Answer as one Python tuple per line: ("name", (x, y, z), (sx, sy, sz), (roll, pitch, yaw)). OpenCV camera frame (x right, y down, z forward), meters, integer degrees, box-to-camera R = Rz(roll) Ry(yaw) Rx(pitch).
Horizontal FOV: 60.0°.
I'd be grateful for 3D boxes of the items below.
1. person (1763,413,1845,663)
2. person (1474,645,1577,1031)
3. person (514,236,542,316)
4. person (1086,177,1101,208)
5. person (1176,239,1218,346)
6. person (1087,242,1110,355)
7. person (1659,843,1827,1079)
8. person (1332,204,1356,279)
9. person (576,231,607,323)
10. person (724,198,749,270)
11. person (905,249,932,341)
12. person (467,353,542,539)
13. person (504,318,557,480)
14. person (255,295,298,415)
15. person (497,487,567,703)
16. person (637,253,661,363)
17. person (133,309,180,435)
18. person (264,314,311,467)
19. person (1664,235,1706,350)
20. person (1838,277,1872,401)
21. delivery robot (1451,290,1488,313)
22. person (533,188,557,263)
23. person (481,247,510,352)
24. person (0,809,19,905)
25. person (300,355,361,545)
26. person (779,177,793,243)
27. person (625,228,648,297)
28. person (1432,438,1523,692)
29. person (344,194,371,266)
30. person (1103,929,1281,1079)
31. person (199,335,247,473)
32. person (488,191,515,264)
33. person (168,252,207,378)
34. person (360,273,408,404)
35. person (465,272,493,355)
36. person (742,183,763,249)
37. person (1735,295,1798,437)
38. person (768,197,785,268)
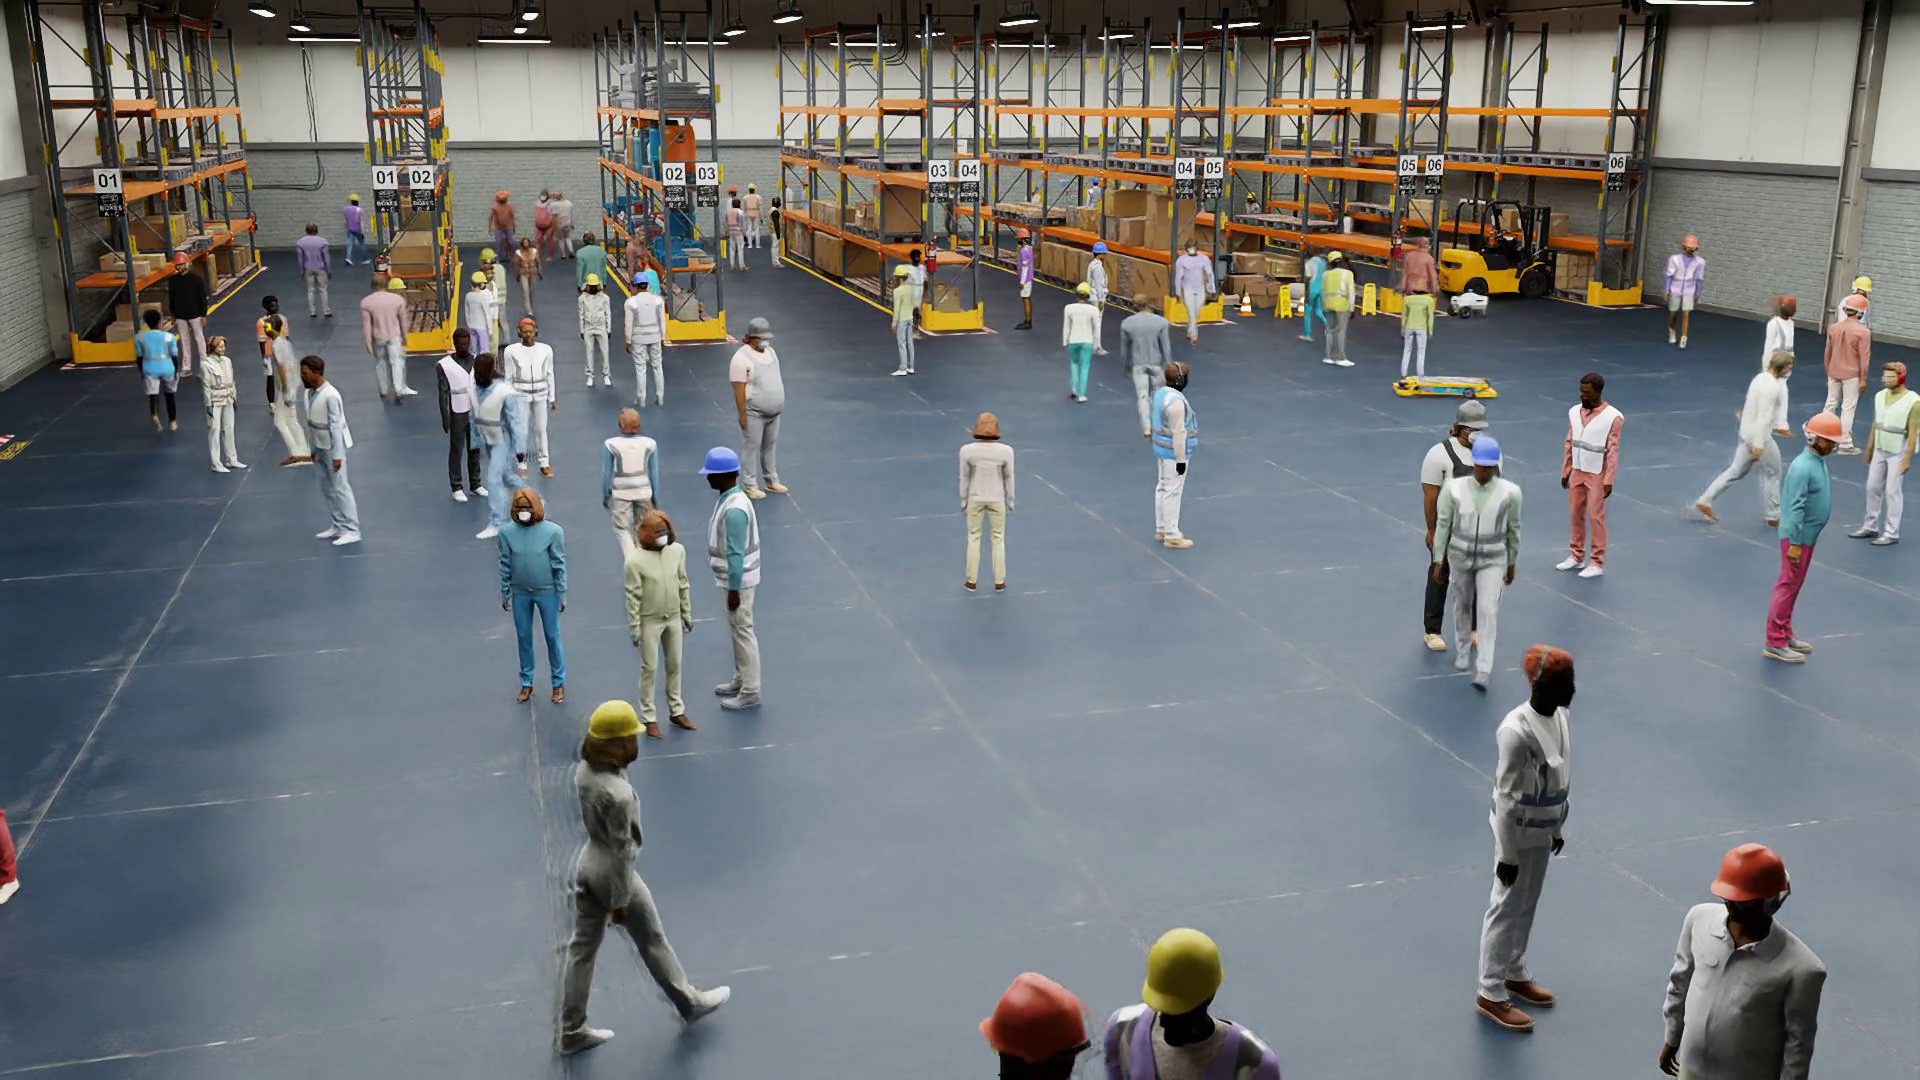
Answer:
("person", (6.683, -0.037, 13.162), (0.396, 1.993, 0.617), (11, 18, 36))
("person", (2.732, 1.406, 7.962), (0.365, 1.879, 0.585), (13, 20, 40))
("person", (-8.930, -5.463, 34.318), (0.516, 1.611, 0.751), (-9, 17, -30))
("person", (4.276, -10.474, 52.529), (0.609, 1.948, 0.389), (-4, 15, -13))
("person", (4.250, -4.478, 30.033), (0.739, 1.911, 0.615), (-3, 15, -9))
("person", (2.387, -4.192, 28.887), (0.388, 1.947, 0.615), (-2, 15, -6))
("person", (2.857, 1.940, 6.186), (0.328, 1.752, 0.563), (-10, 18, -32))
("person", (9.302, -7.207, 40.309), (0.558, 1.916, 0.791), (-5, 16, -17))
("person", (-6.942, -4.853, 31.407), (0.626, 1.933, 0.370), (-13, 19, -40))
("person", (-5.788, -7.924, 43.138), (0.624, 1.844, 0.430), (8, 17, 27))
("person", (-0.767, -4.501, 30.601), (0.741, 1.661, 0.540), (13, 20, 41))
("person", (-4.673, -1.012, 17.054), (0.597, 1.892, 0.887), (11, 18, 35))
("person", (-5.016, -1.651, 19.452), (0.573, 1.883, 0.355), (-7, 16, -25))
("person", (-9.626, -2.598, 23.393), (0.320, 1.690, 0.535), (7, 17, 26))
("person", (-3.129, 0.401, 12.224), (0.500, 1.627, 0.278), (1, 15, 3))
("person", (-5.231, -3.898, 28.005), (0.405, 1.834, 0.589), (2, 15, 6))
("person", (-10.598, -2.214, 21.978), (0.539, 1.674, 0.727), (-6, 16, -23))
("person", (-8.173, -1.816, 20.175), (0.485, 1.824, 0.566), (-2, 15, -6))
("person", (12.950, -4.455, 29.764), (0.624, 2.014, 0.948), (7, 16, 25))
("person", (13.181, -2.972, 24.541), (0.588, 1.822, 0.403), (-8, 17, -28))
("delivery robot", (10.383, -4.856, 33.878), (0.707, 0.478, 0.477), (-5, 15, -17))
("person", (-11.277, -8.521, 45.002), (0.702, 2.000, 0.976), (3, 15, 13))
("person", (-8.182, -4.221, 29.227), (0.404, 1.829, 0.596), (6, 16, 20))
("person", (-5.502, 1.170, 9.079), (0.530, 1.759, 0.342), (3, 15, 12))
("person", (-6.310, -0.904, 16.618), (0.603, 1.905, 0.408), (14, 20, 43))
("person", (-5.391, -10.200, 51.413), (0.394, 1.991, 0.617), (-14, 21, -43))
("person", (-6.285, -5.170, 32.678), (0.401, 1.900, 0.646), (5, 16, 18))
("person", (3.885, 0.167, 12.575), (0.633, 1.893, 0.997), (6, 16, 22))
("person", (-16.176, -8.281, 44.395), (0.601, 1.891, 0.935), (3, 15, 12))
("person", (0.692, 2.100, 5.256), (0.594, 1.922, 0.386), (8, 17, 27))
("person", (-8.819, -1.621, 19.827), (0.313, 1.634, 0.515), (4, 15, 16))
("person", (-12.327, -8.376, 44.618), (0.773, 1.970, 0.529), (-7, 16, -25))
("person", (-12.303, -3.582, 26.503), (0.608, 1.996, 0.380), (2, 15, 6))
("person", (-8.380, -2.940, 24.273), (0.635, 1.903, 0.922), (-6, 16, -21))
("person", (-7.415, -3.261, 25.738), (0.528, 1.765, 0.328), (10, 18, 33))
("person", (-6.147, -9.604, 49.296), (0.594, 1.924, 0.381), (-1, 15, -4))
("person", (10.793, -2.325, 22.074), (0.589, 1.865, 0.870), (-13, 19, -40))
("person", (-4.817, -8.097, 43.789), (0.429, 1.843, 0.628), (-4, 15, -14))
